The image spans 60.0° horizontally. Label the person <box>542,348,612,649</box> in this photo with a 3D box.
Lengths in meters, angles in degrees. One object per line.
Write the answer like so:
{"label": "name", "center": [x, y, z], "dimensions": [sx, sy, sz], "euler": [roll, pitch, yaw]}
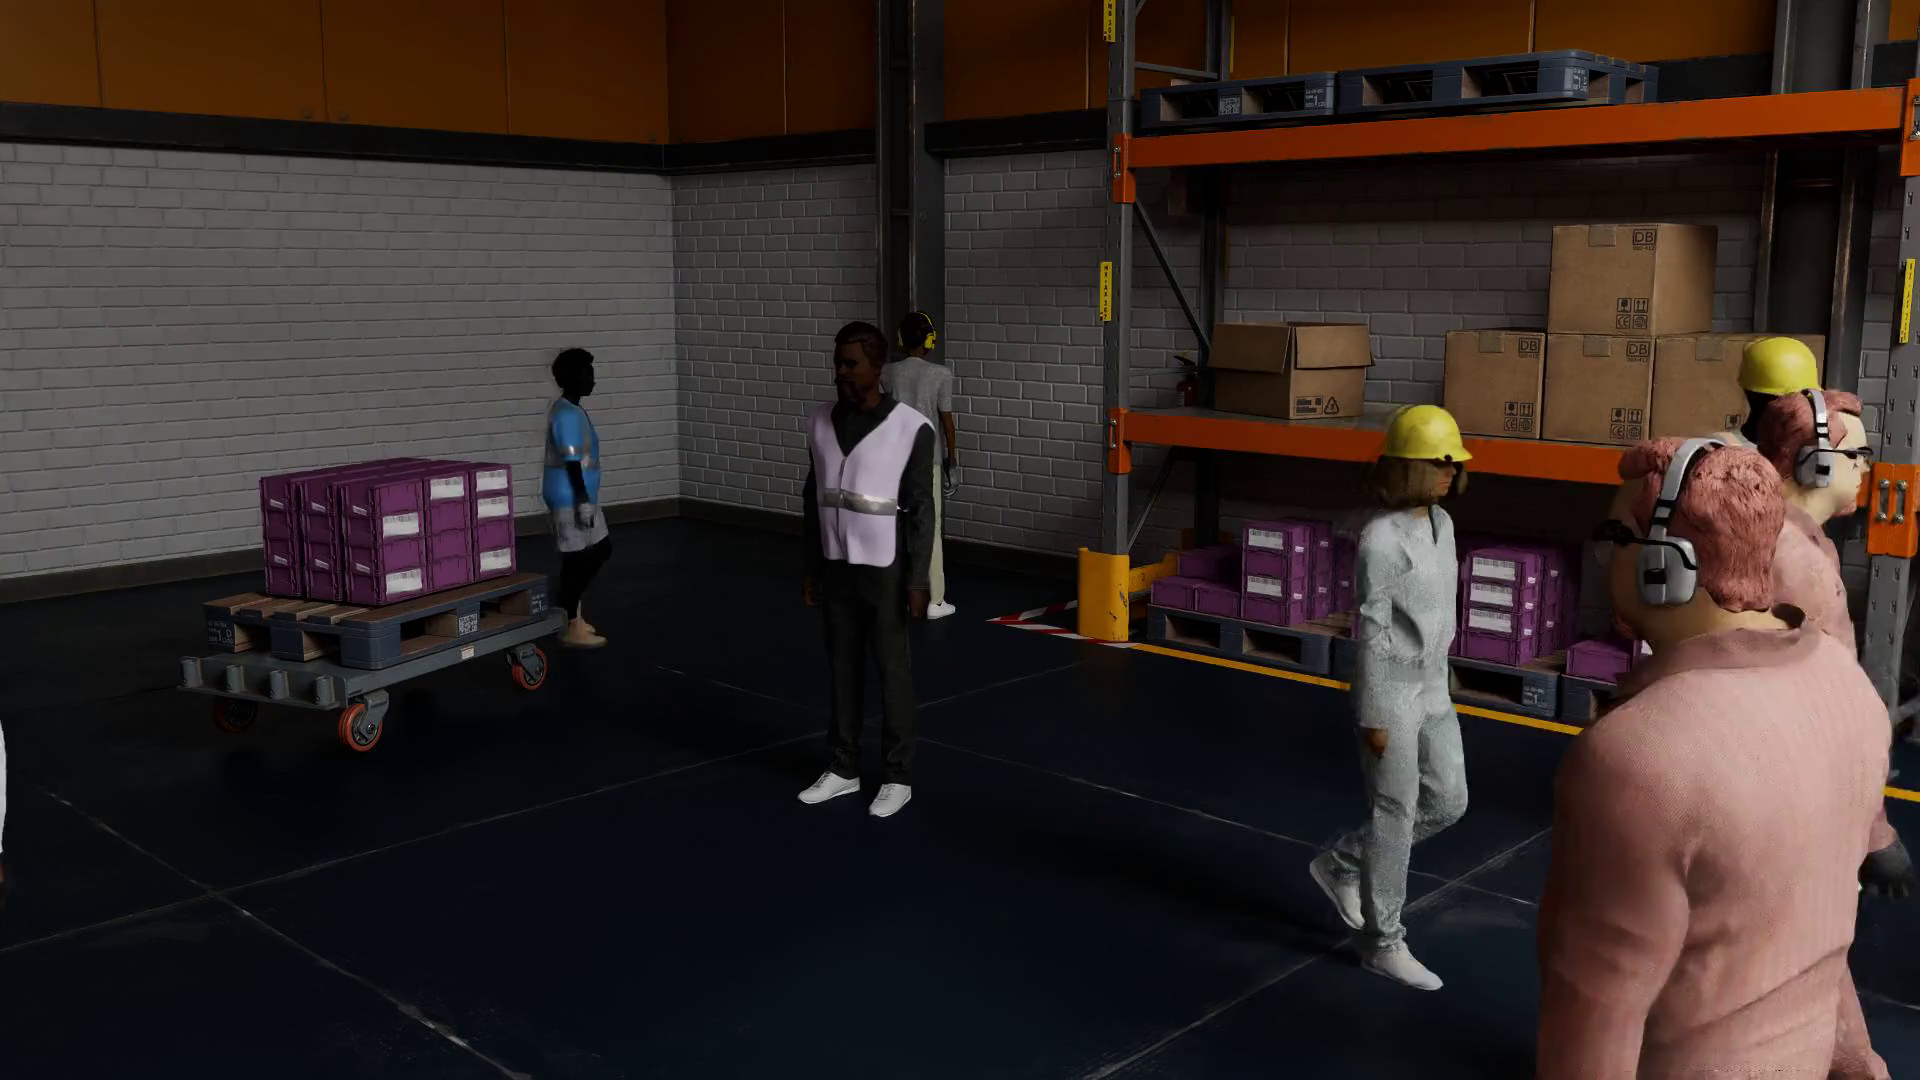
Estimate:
{"label": "person", "center": [-2.138, -0.224, 9.264], "dimensions": [0.351, 1.685, 0.544], "euler": [-1, 9, -3]}

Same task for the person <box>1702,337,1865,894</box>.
{"label": "person", "center": [2.697, 0.272, 5.614], "dimensions": [0.605, 1.890, 0.846], "euler": [-4, 10, -24]}

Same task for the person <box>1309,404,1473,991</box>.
{"label": "person", "center": [1.291, 0.457, 4.949], "dimensions": [0.437, 1.731, 0.497], "euler": [8, 12, 40]}

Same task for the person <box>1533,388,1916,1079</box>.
{"label": "person", "center": [1.839, 0.586, 3.819], "dimensions": [1.054, 1.851, 0.638], "euler": [3, 10, 19]}

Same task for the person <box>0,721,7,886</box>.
{"label": "person", "center": [-2.203, 0.647, 3.384], "dimensions": [0.650, 1.866, 0.586], "euler": [5, 11, 28]}

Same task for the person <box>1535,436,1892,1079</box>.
{"label": "person", "center": [1.048, 0.798, 2.367], "dimensions": [0.669, 1.892, 0.485], "euler": [-7, 12, -38]}

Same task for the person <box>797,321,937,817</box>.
{"label": "person", "center": [-0.361, 0.110, 6.509], "dimensions": [0.587, 1.920, 0.394], "euler": [6, 11, 33]}

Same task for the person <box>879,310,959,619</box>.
{"label": "person", "center": [-0.269, -0.451, 10.104], "dimensions": [0.535, 1.868, 0.309], "euler": [2, 10, 13]}
